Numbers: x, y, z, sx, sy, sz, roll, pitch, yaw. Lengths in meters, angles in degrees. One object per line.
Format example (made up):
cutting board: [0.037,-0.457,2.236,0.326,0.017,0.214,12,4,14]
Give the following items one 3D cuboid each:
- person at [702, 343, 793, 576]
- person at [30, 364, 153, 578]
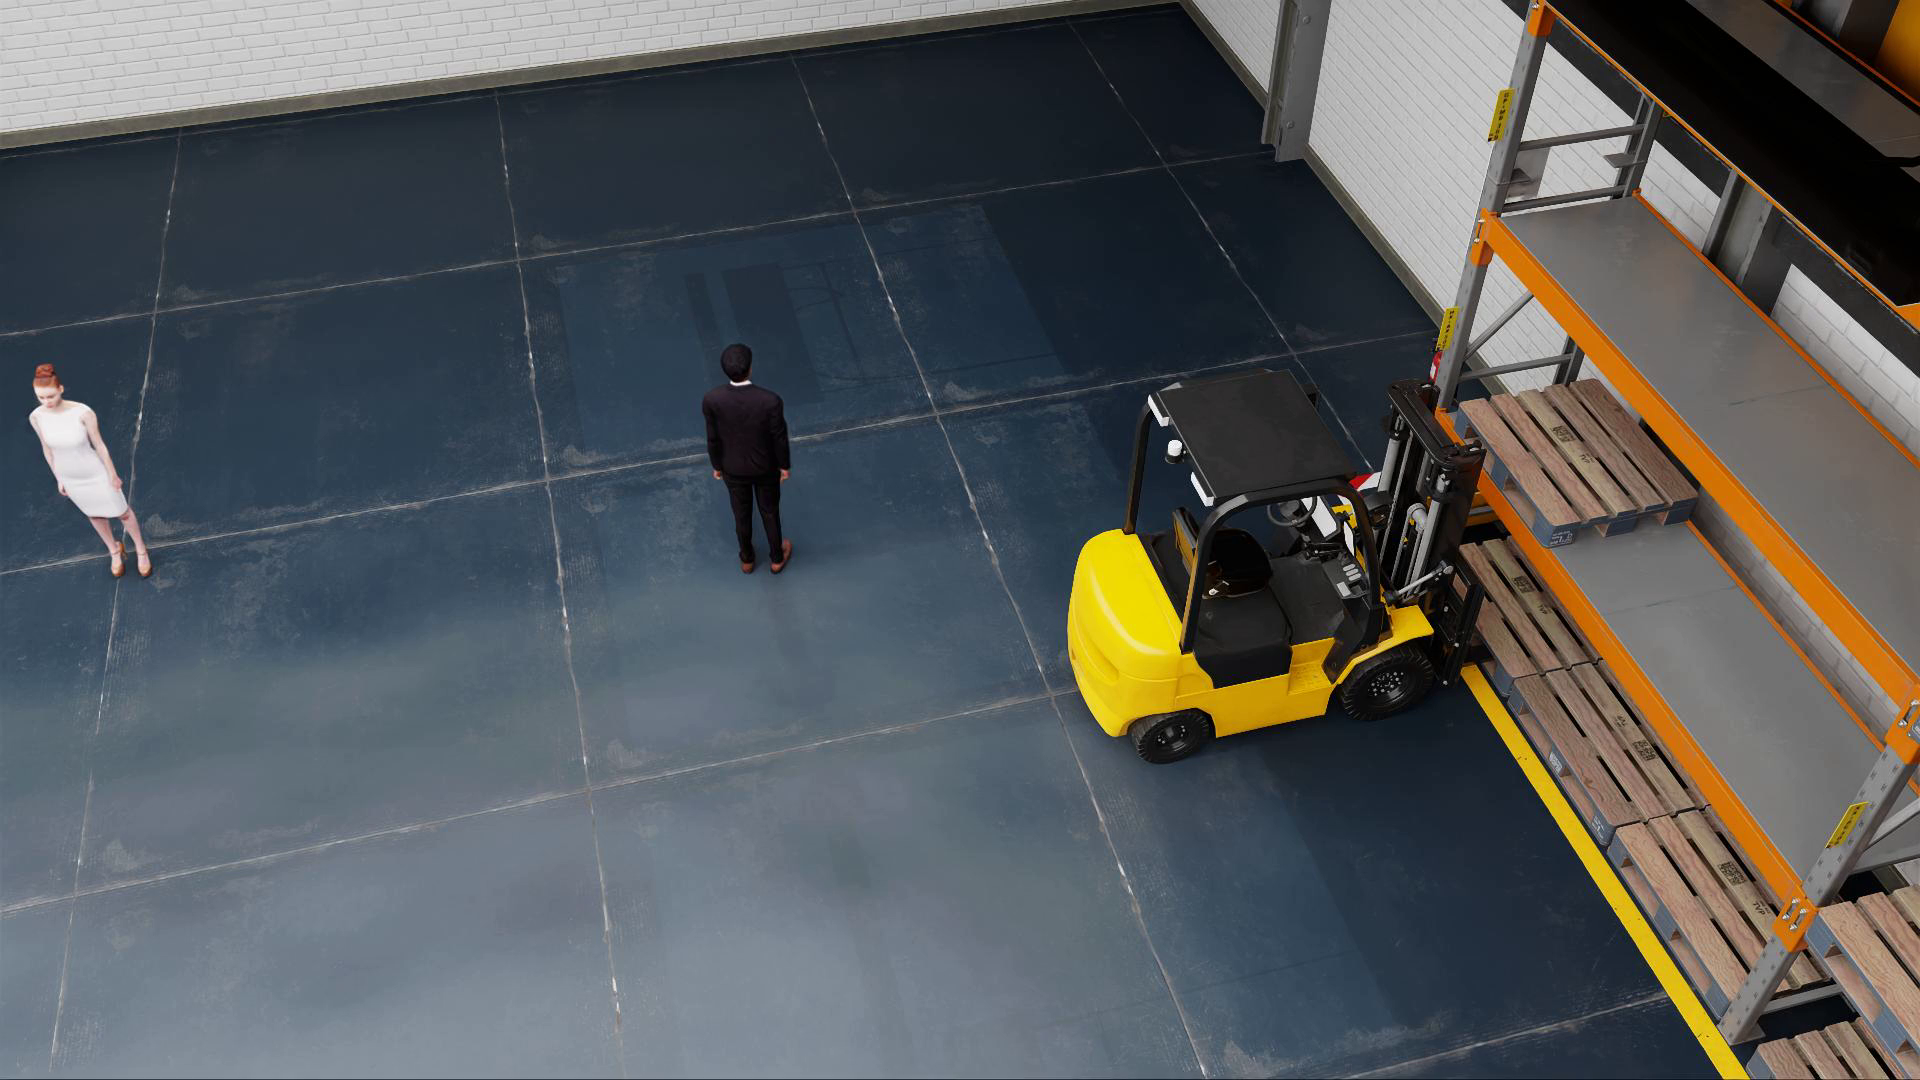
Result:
person: [-1.410,-0.517,11.119,0.757,1.883,0.671,2,44,2]
person: [-5.812,-0.442,11.104,0.586,1.794,0.536,-4,44,-4]
